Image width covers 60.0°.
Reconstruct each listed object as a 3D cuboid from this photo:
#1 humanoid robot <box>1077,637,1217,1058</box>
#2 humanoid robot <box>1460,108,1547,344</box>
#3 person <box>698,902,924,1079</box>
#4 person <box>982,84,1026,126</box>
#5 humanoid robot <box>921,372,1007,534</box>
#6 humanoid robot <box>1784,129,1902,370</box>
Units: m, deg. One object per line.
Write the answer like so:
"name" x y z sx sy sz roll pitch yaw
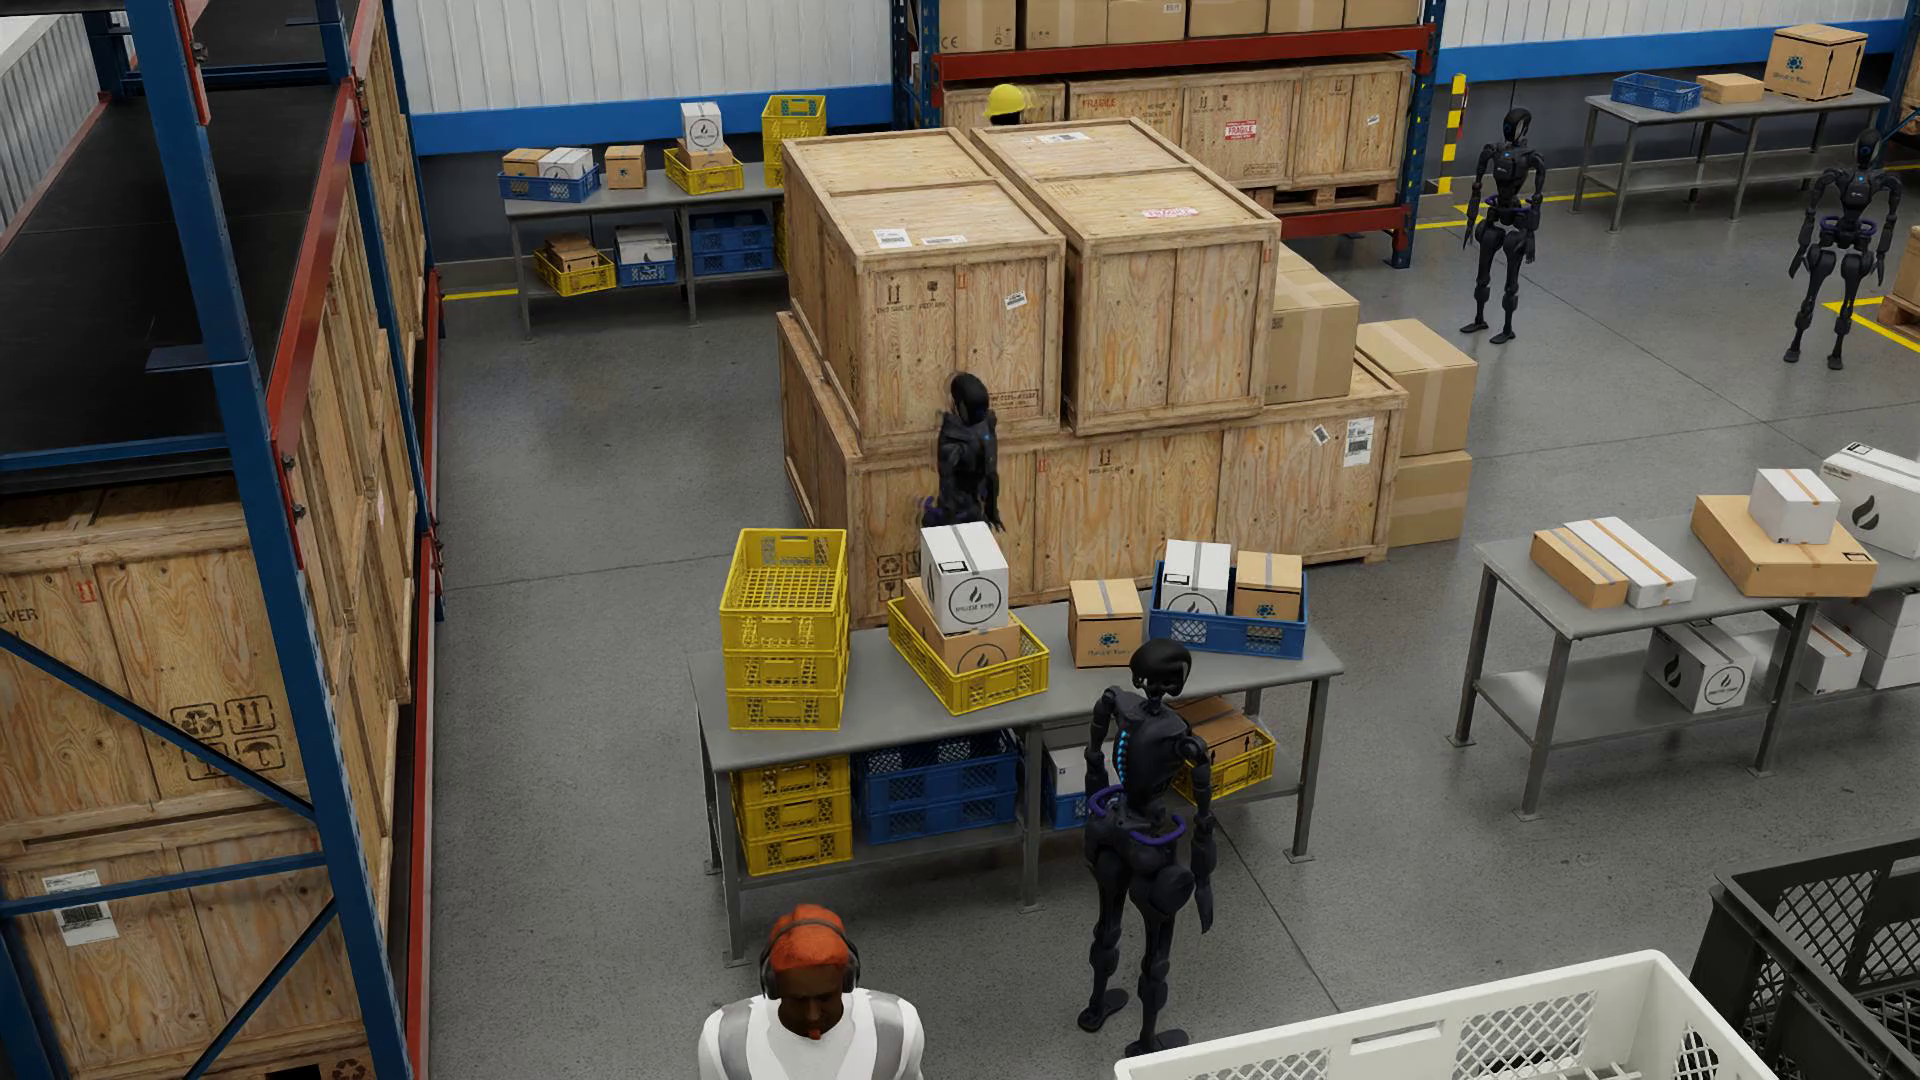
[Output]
"humanoid robot" 0.629 1.055 5.727 0.320 1.657 0.611 -23 36 -35
"humanoid robot" 3.812 -2.194 11.638 0.335 1.651 0.570 -25 37 -37
"person" -0.368 1.718 4.325 0.574 1.884 0.355 -5 29 -8
"person" 0.315 -2.132 11.295 0.791 1.891 0.616 -8 30 -15
"humanoid robot" 0.004 -0.061 7.808 0.619 1.628 0.675 15 32 25
"humanoid robot" 5.943 -1.955 11.203 0.578 1.649 0.337 14 32 23
